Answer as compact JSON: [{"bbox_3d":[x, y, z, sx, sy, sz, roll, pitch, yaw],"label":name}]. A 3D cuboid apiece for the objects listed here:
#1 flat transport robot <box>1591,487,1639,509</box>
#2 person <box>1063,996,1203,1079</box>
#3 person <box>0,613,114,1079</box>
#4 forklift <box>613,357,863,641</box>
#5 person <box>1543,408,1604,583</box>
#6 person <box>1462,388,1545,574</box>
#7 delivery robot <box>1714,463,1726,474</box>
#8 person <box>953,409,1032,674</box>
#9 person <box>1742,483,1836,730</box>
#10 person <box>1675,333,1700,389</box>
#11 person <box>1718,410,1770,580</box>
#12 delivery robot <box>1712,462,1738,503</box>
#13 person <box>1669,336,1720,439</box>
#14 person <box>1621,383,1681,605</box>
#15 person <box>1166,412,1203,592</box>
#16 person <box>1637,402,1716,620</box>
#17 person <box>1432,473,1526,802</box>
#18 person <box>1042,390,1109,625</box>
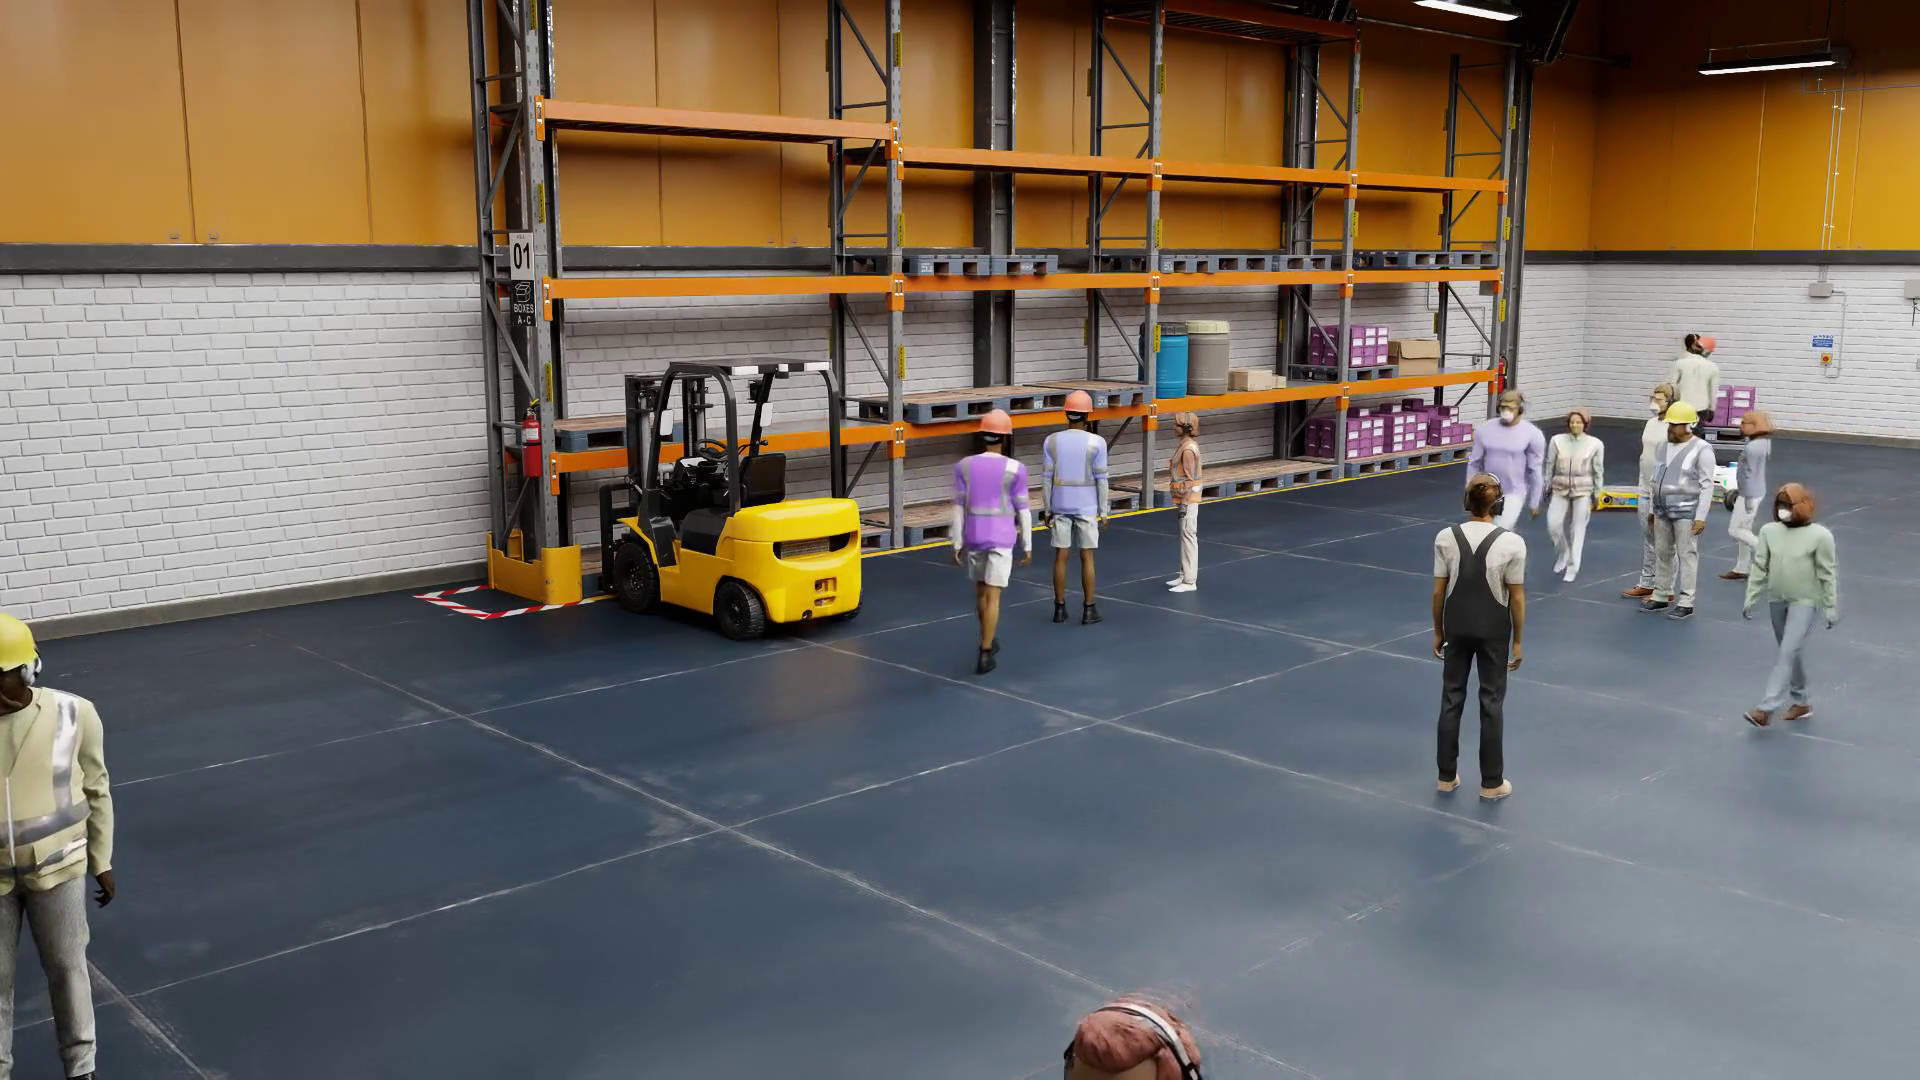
[{"bbox_3d":[8.159,-0.510,20.039,1.431,0.197,0.652,1,10,4],"label":"flat transport robot"},{"bbox_3d":[0.290,1.636,2.738,0.668,1.891,0.666,7,12,36],"label":"person"},{"bbox_3d":[-3.275,1.144,5.796,0.598,1.828,0.403,-4,11,-25],"label":"person"},{"bbox_3d":[-1.847,-0.414,13.852,1.214,2.155,2.313,-9,13,-42],"label":"forklift"},{"bbox_3d":[5.716,-0.420,15.521,0.534,1.626,0.364,7,12,34],"label":"person"},{"bbox_3d":[4.814,-0.393,14.598,0.637,1.906,0.929,9,13,44],"label":"person"},{"bbox_3d":[9.191,-0.778,20.503,0.707,0.478,0.477,-3,10,-16],"label":"delivery robot"},{"bbox_3d":[0.270,-0.013,12.330,0.565,1.902,0.874,3,10,19],"label":"person"},{"bbox_3d":[5.286,0.429,10.691,0.855,1.579,0.515,-5,11,-28],"label":"person"},{"bbox_3d":[11.216,-2.254,25.625,0.488,1.850,0.568,-2,10,-11],"label":"person"},{"bbox_3d":[7.382,-0.397,15.443,0.477,1.620,0.504,7,12,37],"label":"person"},{"bbox_3d":[9.303,-0.694,20.013,0.707,0.478,0.477,-5,11,-28],"label":"delivery robot"},{"bbox_3d":[9.998,-1.839,22.950,0.835,1.939,0.413,4,10,21],"label":"person"},{"bbox_3d":[6.102,-0.397,14.505,0.372,1.940,0.630,-1,10,-8],"label":"person"},{"bbox_3d":[2.044,-0.345,15.071,0.308,1.641,0.511,1,10,5],"label":"person"},{"bbox_3d":[6.010,-0.251,13.965,0.404,1.827,0.600,-4,11,-23],"label":"person"},{"bbox_3d":[2.890,0.541,9.287,0.509,1.846,0.342,6,11,32],"label":"person"},{"bbox_3d":[0.961,-0.269,13.760,0.551,1.934,0.373,3,10,17],"label":"person"}]
